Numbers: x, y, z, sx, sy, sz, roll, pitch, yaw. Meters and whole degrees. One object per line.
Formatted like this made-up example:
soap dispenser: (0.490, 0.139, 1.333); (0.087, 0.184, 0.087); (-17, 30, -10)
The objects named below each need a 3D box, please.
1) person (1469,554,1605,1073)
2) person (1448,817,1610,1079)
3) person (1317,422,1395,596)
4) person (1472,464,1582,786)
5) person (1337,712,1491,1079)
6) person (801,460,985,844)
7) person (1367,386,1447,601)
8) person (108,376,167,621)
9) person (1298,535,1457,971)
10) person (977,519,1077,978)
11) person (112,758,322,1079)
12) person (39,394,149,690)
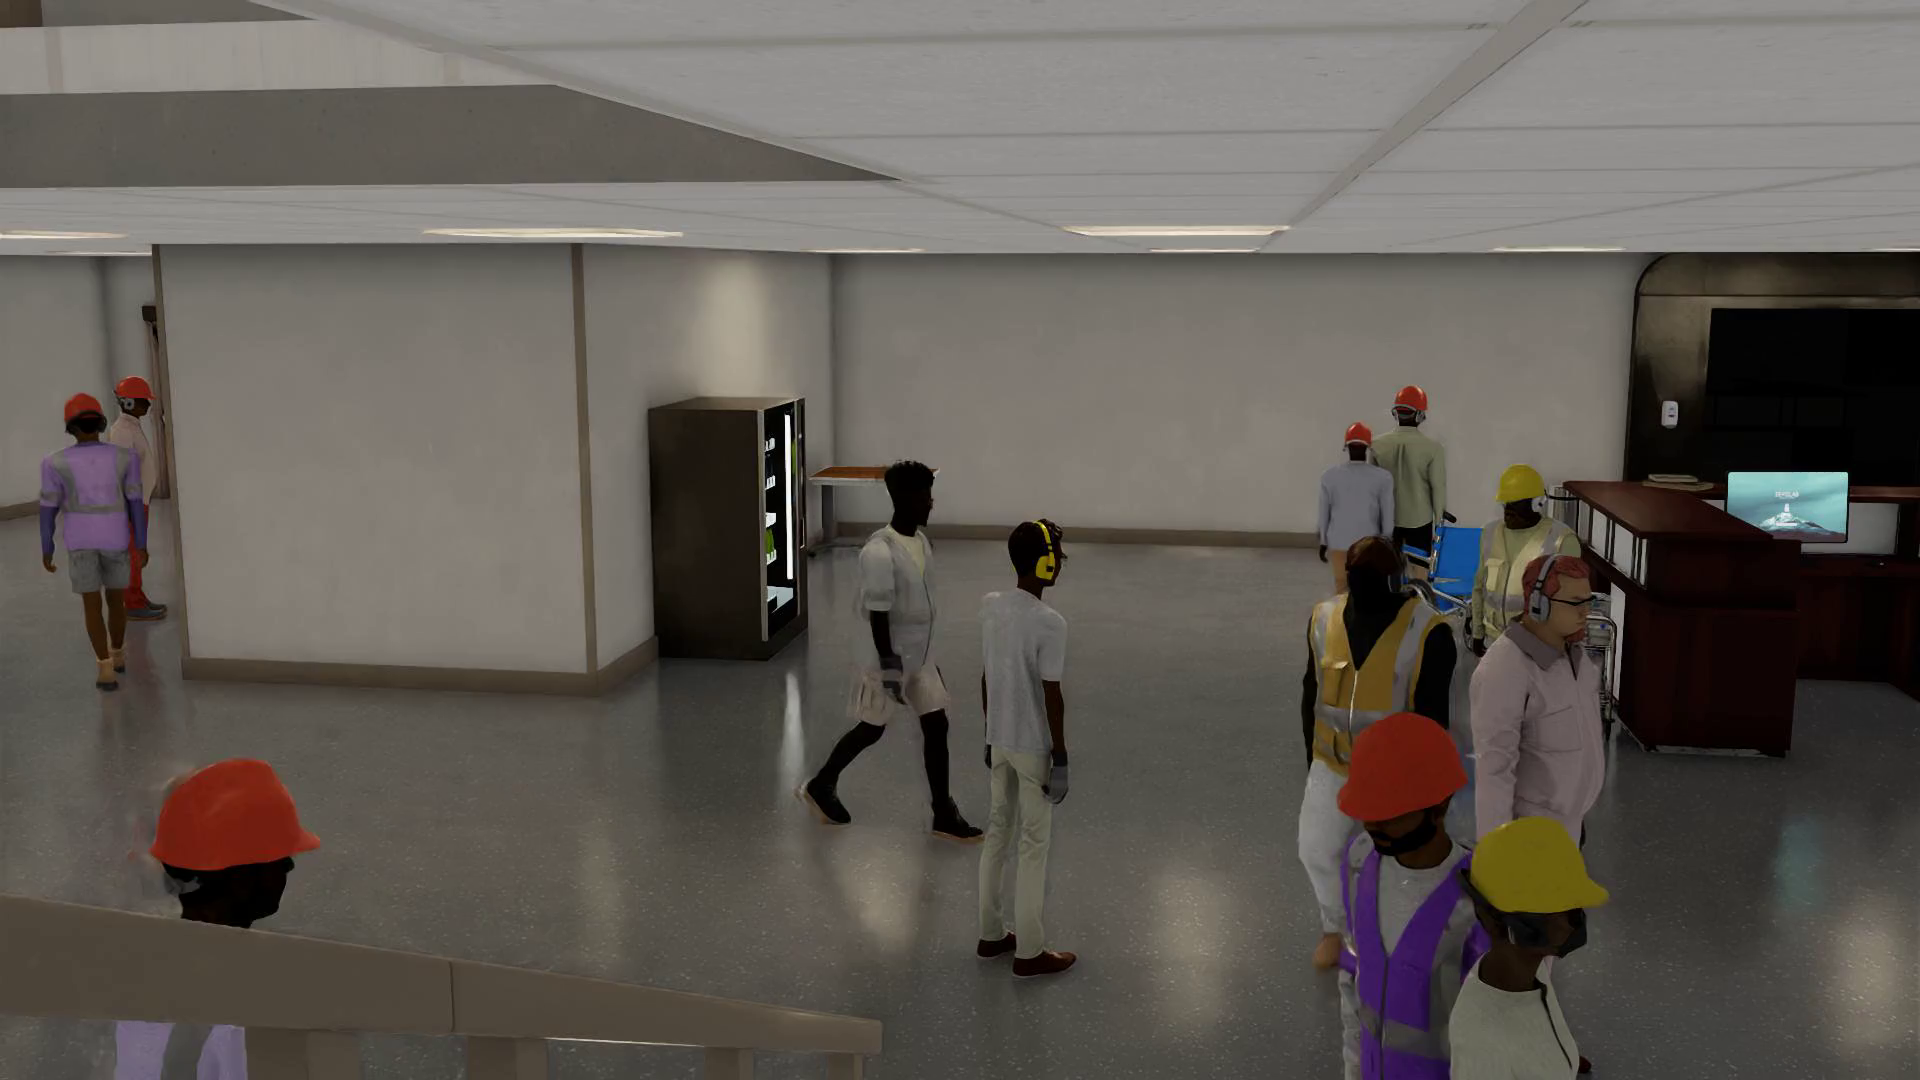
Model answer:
person: (1.996, 0.982, 5.736); (0.399, 1.901, 0.649); (8, 12, 42)
person: (1.121, 1.423, 3.406); (0.306, 1.770, 0.532); (4, 10, 25)
person: (2.909, -0.002, 12.280); (0.567, 1.738, 0.547); (4, 10, 21)
person: (3.037, 0.492, 9.012); (0.404, 1.818, 0.601); (-8, 12, -40)
person: (1.136, 1.291, 3.921); (1.002, 1.894, 0.552); (-5, 10, -27)
person: (-0.367, 0.548, 8.340); (0.959, 1.930, 0.602); (5, 11, 29)
person: (3.329, -0.152, 12.419); (0.608, 1.995, 0.377); (6, 11, 31)
person: (-6.719, -0.341, 13.589); (0.401, 1.989, 0.623); (-4, 10, -22)
person: (1.613, 0.886, 6.556); (0.634, 1.826, 0.449); (6, 11, 35)
person: (0.264, 0.839, 6.736); (0.324, 1.862, 0.510); (-7, 12, -38)
person: (-1.399, 1.374, 3.251); (0.405, 1.924, 0.557); (-9, 13, -43)
person: (-5.978, -0.004, 11.471); (0.632, 2.003, 0.863); (-6, 11, -35)
